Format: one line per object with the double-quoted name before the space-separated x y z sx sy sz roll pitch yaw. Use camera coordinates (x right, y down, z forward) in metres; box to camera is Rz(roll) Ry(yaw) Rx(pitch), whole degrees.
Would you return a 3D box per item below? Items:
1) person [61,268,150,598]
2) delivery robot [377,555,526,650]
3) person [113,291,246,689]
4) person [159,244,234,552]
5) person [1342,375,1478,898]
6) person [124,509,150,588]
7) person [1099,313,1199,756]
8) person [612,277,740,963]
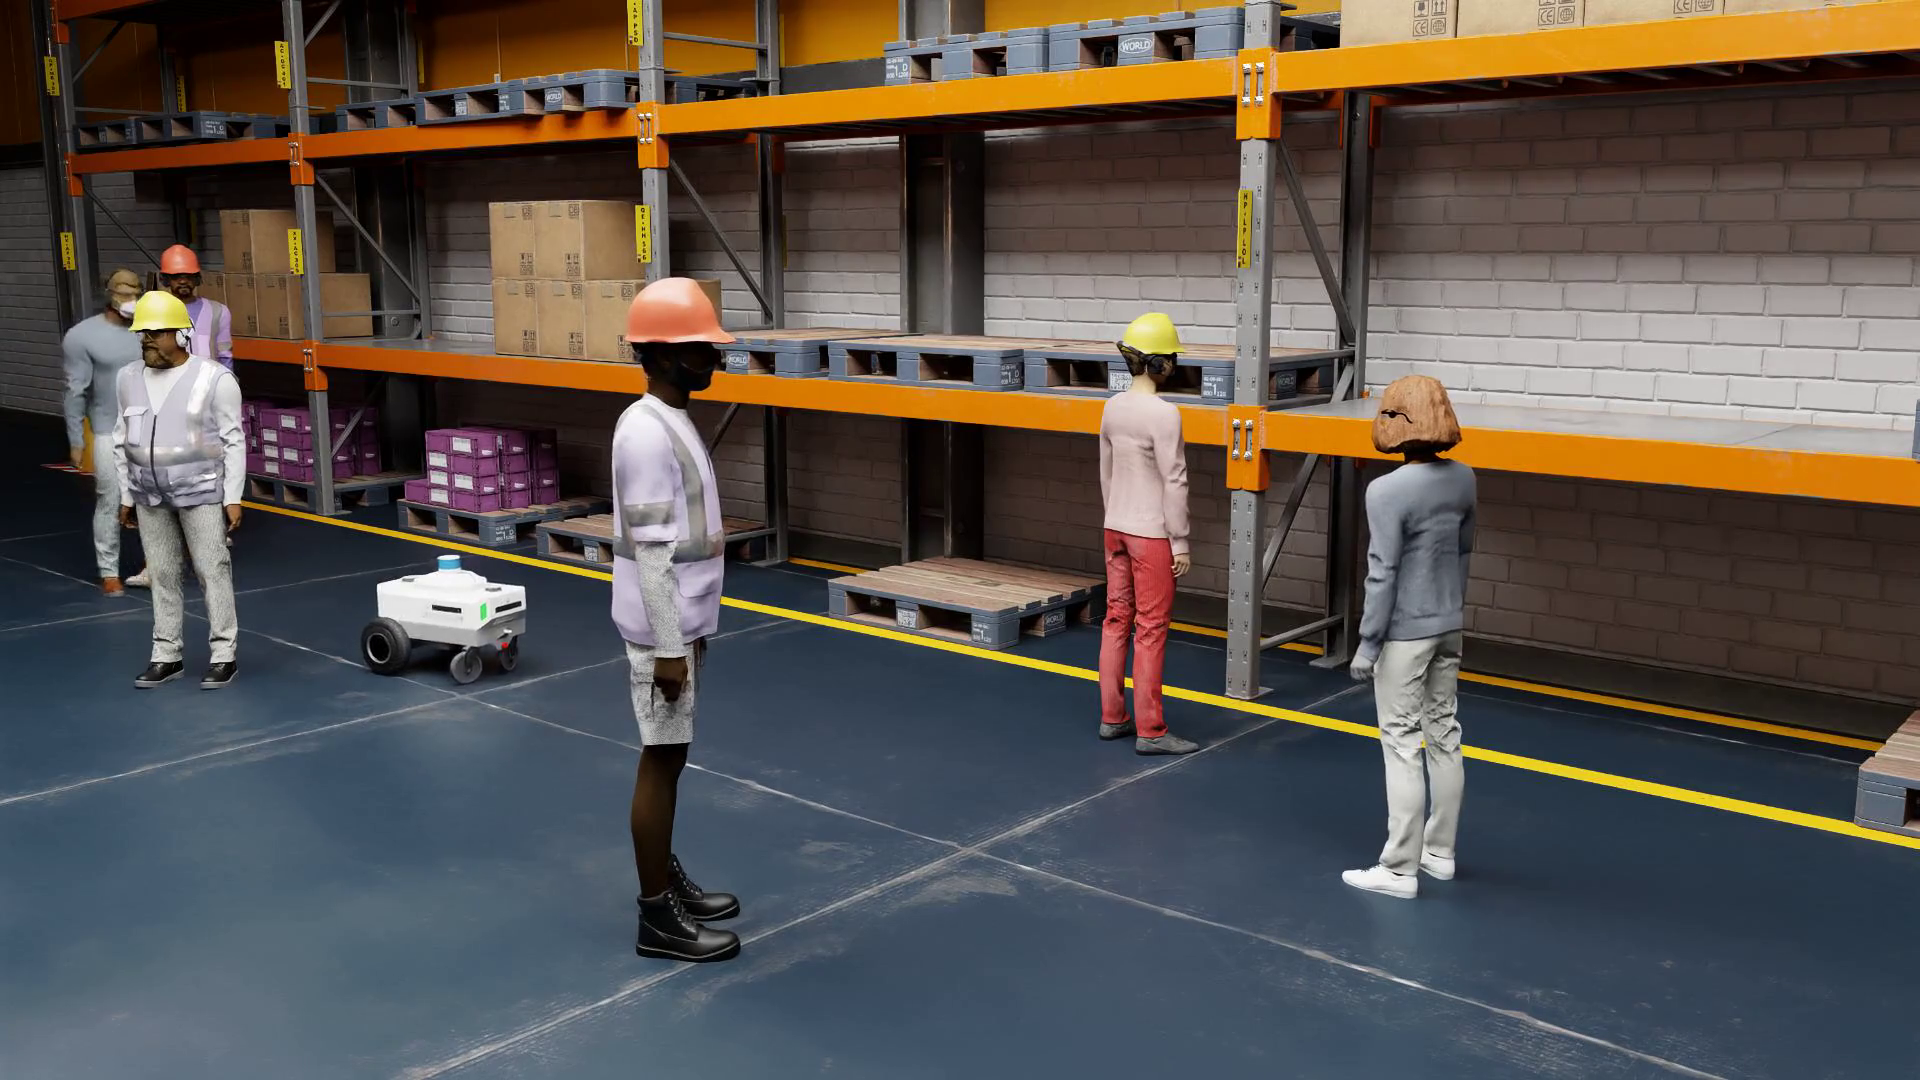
"person" -4.773 -0.598 9.586 0.673 1.903 0.729 -10 14 -43
"delivery robot" -2.426 0.316 7.944 0.707 0.478 0.477 5 11 25
"person" -3.580 -0.219 7.617 0.599 1.830 0.403 1 10 5
"person" -5.139 -0.938 11.116 0.609 2.043 0.397 -8 13 -37
"person" 1.412 0.303 5.210 0.498 1.634 0.284 -8 13 -38
"person" -4.960 -0.563 10.059 0.361 1.658 0.613 -2 10 -11
"person" 0.750 -0.021 6.681 0.308 1.769 0.525 -5 11 -28
"person" -0.809 0.226 4.780 0.362 1.939 0.542 -1 10 -5
